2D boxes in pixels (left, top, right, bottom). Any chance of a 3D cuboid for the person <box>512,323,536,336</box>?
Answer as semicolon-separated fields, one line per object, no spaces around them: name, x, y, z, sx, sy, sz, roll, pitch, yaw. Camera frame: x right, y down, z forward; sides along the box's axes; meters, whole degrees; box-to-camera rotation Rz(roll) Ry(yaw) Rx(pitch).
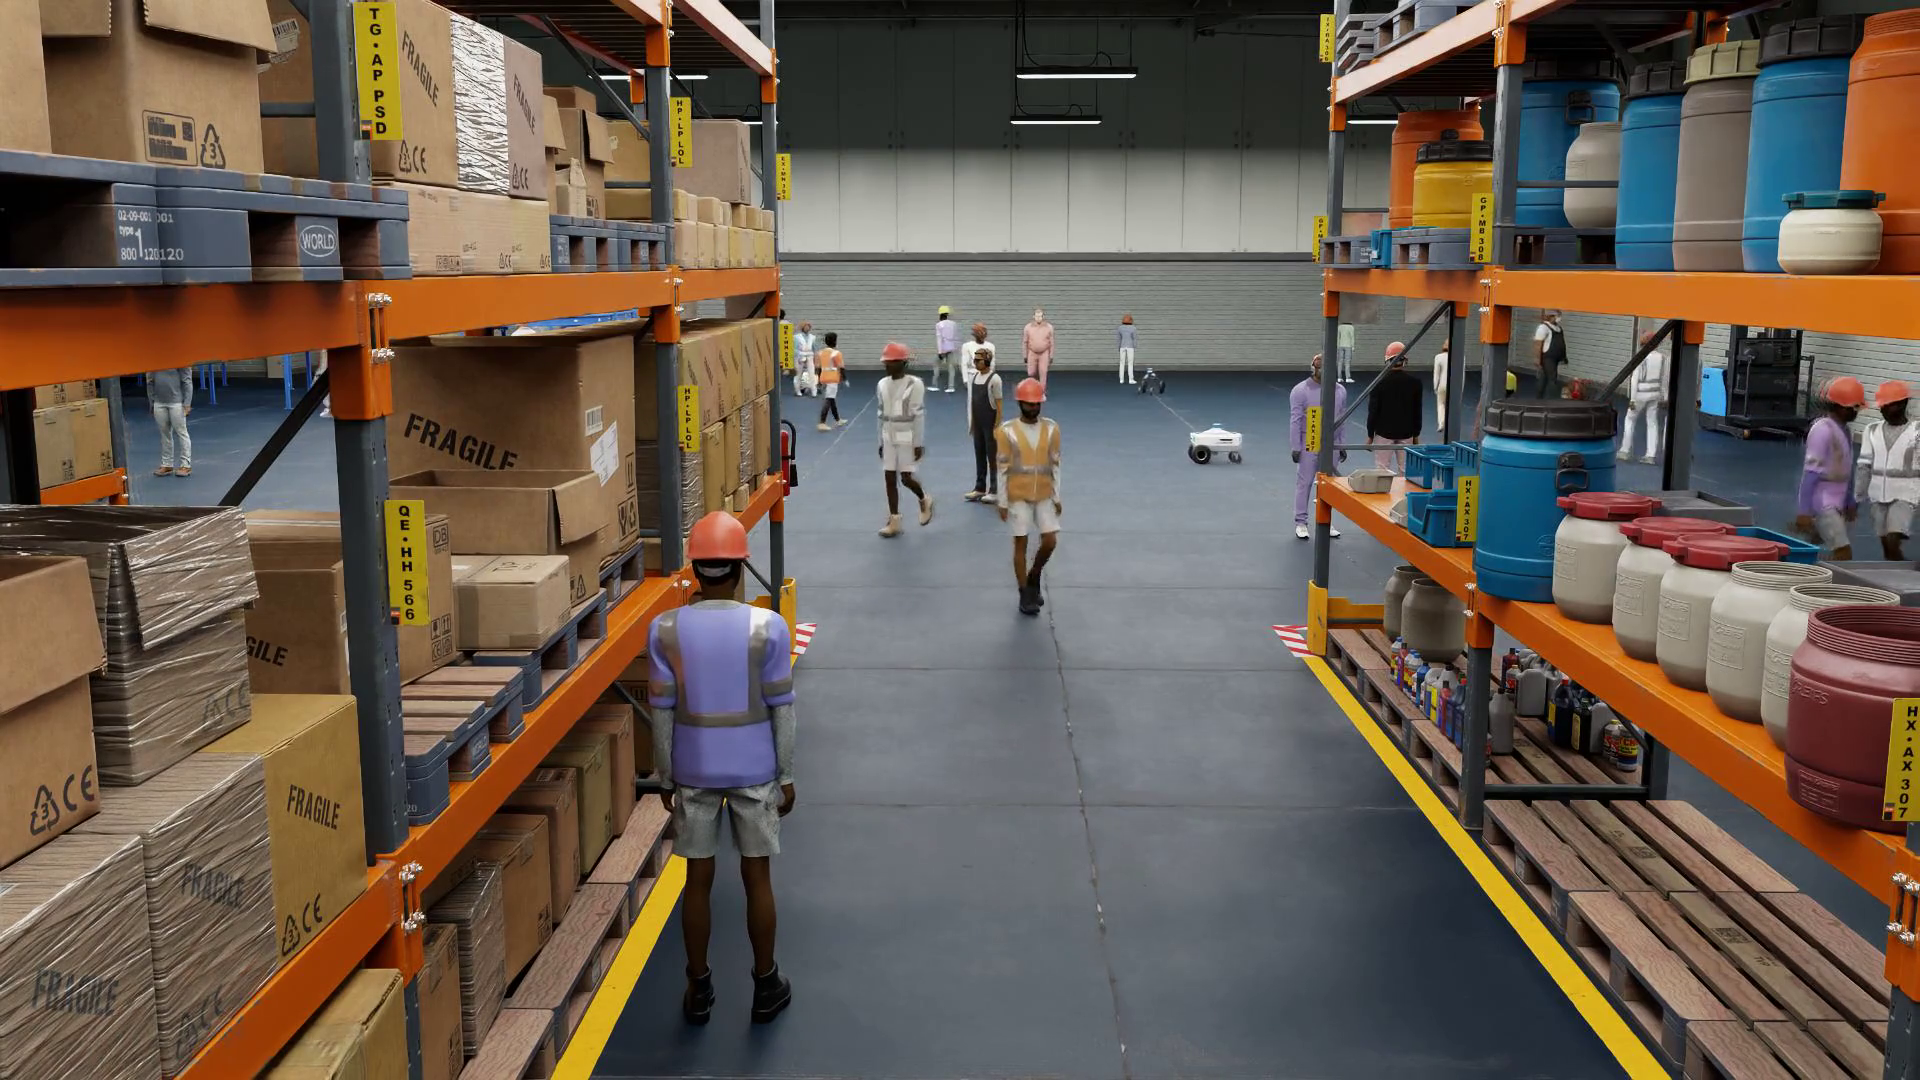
person;-8.034;-3.198;30.587;0.410;1.912;0.651;5;11;26

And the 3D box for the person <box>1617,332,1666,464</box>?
person;9.761;-2.051;23.860;0.614;1.852;0.839;-3;10;-17

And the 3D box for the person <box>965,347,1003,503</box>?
person;0.299;-1.376;19.871;0.339;1.845;0.507;-7;12;-38

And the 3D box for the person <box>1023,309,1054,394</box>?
person;1.642;-3.863;34.638;0.648;1.894;0.483;1;10;4

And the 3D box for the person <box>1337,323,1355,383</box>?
person;9.218;-4.582;39.710;0.285;1.632;0.498;-8;12;-40

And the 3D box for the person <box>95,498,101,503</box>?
person;-7.835;-0.491;14.415;0.833;1.892;0.601;3;10;17

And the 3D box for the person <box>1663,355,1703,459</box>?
person;10.503;-2.084;24.150;0.591;1.833;0.404;-1;10;-6

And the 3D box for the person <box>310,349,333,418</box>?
person;-11.742;-3.174;30.633;0.418;1.847;0.551;2;10;11

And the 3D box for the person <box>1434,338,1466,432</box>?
person;8.134;-2.562;27.650;0.514;1.613;0.499;2;10;14

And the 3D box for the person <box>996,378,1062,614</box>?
person;0.575;-0.354;13.511;0.576;1.924;0.400;-3;10;-17

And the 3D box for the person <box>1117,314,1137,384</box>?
person;3.955;-4.517;39.318;0.497;1.633;0.285;5;11;27

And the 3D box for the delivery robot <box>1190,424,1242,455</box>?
delivery robot;3.677;-1.426;23.877;0.707;0.478;0.477;0;10;1

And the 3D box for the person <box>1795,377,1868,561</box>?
person;6.772;-0.266;12.799;0.944;1.974;0.711;8;12;39

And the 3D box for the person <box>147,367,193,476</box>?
person;-10.581;-1.823;22.270;0.635;1.938;0.354;2;10;12

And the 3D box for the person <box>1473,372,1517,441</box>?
person;5.685;-0.903;17.451;0.574;1.701;0.866;1;10;9

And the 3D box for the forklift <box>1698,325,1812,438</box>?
forklift;13.248;-3.165;27.620;1.129;2.768;1.873;0;9;1

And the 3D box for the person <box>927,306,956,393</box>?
person;-0.395;-4.193;36.607;0.598;1.894;0.863;-8;12;-38

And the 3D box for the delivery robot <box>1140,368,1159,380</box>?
delivery robot;4.160;-3.640;36.361;0.335;0.223;0.698;4;10;22

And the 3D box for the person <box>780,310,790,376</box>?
person;-4.561;-5.011;42.221;0.549;1.646;0.865;-9;13;-43

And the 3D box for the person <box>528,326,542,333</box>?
person;-10.126;-4.752;39.875;0.597;1.924;0.553;0;9;1

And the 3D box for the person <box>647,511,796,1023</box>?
person;-0.883;0.853;6.252;0.544;1.937;0.358;0;9;0

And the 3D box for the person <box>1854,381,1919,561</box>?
person;7.516;-0.330;13.442;0.665;1.897;0.554;-6;11;-32

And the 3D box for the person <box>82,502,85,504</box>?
person;-7.338;-0.183;13.438;0.740;1.613;0.517;3;10;18

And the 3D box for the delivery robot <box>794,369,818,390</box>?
delivery robot;-3.337;-3.467;36.102;0.477;0.478;0.707;3;10;18

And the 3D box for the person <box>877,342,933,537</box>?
person;-0.591;-1.065;17.458;0.616;2.029;0.619;7;12;35

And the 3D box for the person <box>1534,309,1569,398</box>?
person;11.720;-3.598;32.726;0.701;2.000;0.987;-8;13;-41

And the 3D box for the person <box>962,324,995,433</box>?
person;0.312;-2.641;27.523;0.581;1.832;1.004;-2;10;-10

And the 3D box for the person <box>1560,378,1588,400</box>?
person;5.486;-0.534;14.857;0.451;1.828;0.608;5;11;26

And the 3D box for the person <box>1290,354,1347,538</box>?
person;3.741;-0.977;17.302;0.648;1.907;0.409;-3;10;-17

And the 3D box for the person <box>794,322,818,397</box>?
person;-3.303;-3.845;35.419;0.512;1.592;0.880;-4;10;-23

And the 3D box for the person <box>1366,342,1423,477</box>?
person;4.708;-1.149;18.067;0.612;1.995;0.382;-1;10;-6

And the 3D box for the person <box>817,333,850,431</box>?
person;-2.132;-2.695;28.339;0.853;1.656;0.548;-9;13;-44
